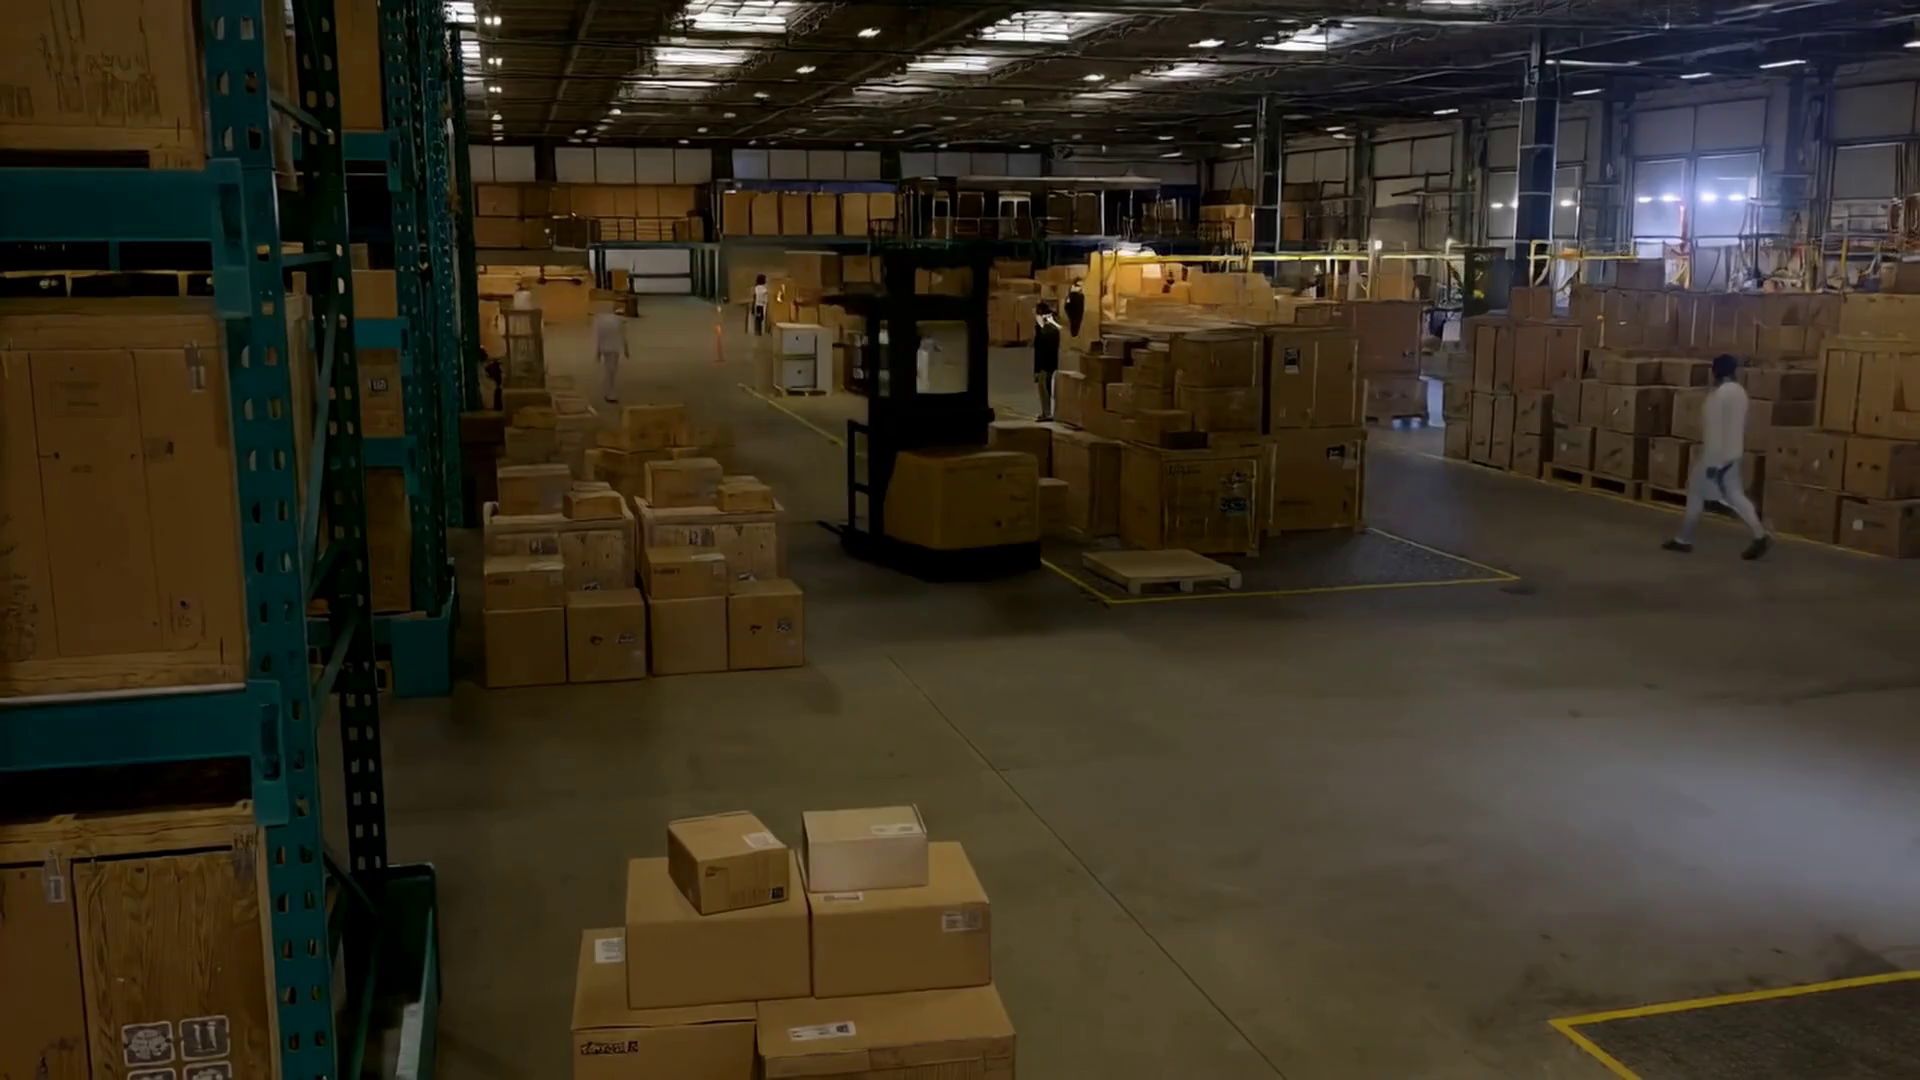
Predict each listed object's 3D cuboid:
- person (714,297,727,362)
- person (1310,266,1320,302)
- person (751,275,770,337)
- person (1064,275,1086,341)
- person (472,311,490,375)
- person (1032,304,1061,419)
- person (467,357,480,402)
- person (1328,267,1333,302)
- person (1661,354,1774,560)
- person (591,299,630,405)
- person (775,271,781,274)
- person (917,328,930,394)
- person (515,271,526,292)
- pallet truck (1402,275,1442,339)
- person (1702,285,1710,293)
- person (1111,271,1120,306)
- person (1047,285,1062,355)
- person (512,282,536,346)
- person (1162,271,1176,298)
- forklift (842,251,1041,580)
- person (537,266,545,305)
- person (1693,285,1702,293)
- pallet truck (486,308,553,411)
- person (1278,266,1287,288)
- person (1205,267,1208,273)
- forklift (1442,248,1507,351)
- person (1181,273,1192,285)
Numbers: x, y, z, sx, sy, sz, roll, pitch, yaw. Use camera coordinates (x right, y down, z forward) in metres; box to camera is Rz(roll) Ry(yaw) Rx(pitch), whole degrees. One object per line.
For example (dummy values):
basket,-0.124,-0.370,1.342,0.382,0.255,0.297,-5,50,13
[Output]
person,-5.953,-5.228,41.325,0.316,1.629,0.507,-2,10,-12
person,17.730,-12.753,83.151,0.388,1.911,0.585,-7,12,-35
person,-6.332,-7.438,52.876,0.603,1.966,0.368,5,11,27
person,3.521,-7.132,50.934,0.703,2.000,0.824,-4,11,-21
person,-8.124,-2.916,27.490,0.983,1.895,0.561,7,12,34
person,1.313,-2.620,25.517,0.376,1.995,0.611,6,12,32
person,-7.688,-2.531,25.988,0.861,1.647,0.544,-2,10,-11
person,17.853,-12.263,80.473,0.328,1.872,0.511,-1,10,-3
person,7.050,-0.762,15.303,0.641,1.901,1.012,-7,12,-35
person,-6.368,-3.422,30.283,0.667,1.911,0.568,3,11,19
person,-7.122,-9.619,65.415,0.562,1.889,0.952,1,10,6
person,-0.639,-2.221,24.102,0.315,1.695,0.541,10,14,43
person,-20.466,-11.672,77.514,0.513,1.729,0.372,-2,10,-11
pallet truck,14.620,-7.324,52.145,0.823,1.965,1.885,8,13,40
person,20.472,-6.096,45.736,0.646,1.796,0.938,0,10,2
person,6.250,-9.819,66.600,0.352,1.881,0.576,3,10,17
person,2.492,-5.828,44.075,0.332,1.860,0.531,-8,13,-38
person,-12.628,-6.534,48.078,0.644,1.866,0.985,3,10,17
person,8.208,-9.554,64.981,0.622,1.930,0.773,8,13,39
forklift,-0.168,-1.176,14.832,1.129,2.768,1.873,-5,11,-28
person,-18.987,-11.450,75.526,0.392,1.991,0.612,-1,10,-3
person,18.922,-5.614,42.823,1.019,1.865,0.670,-6,12,-31
pallet truck,-6.242,-2.418,24.362,0.823,1.965,1.885,1,10,3
person,17.397,-13.906,89.880,0.648,1.833,0.435,-5,11,-26
person,11.421,-11.686,77.073,0.391,1.918,0.590,10,14,43
forklift,12.481,-5.573,39.729,1.129,2.768,1.873,-3,10,-15
person,8.455,-9.070,62.392,0.350,1.878,0.567,-6,12,-31
